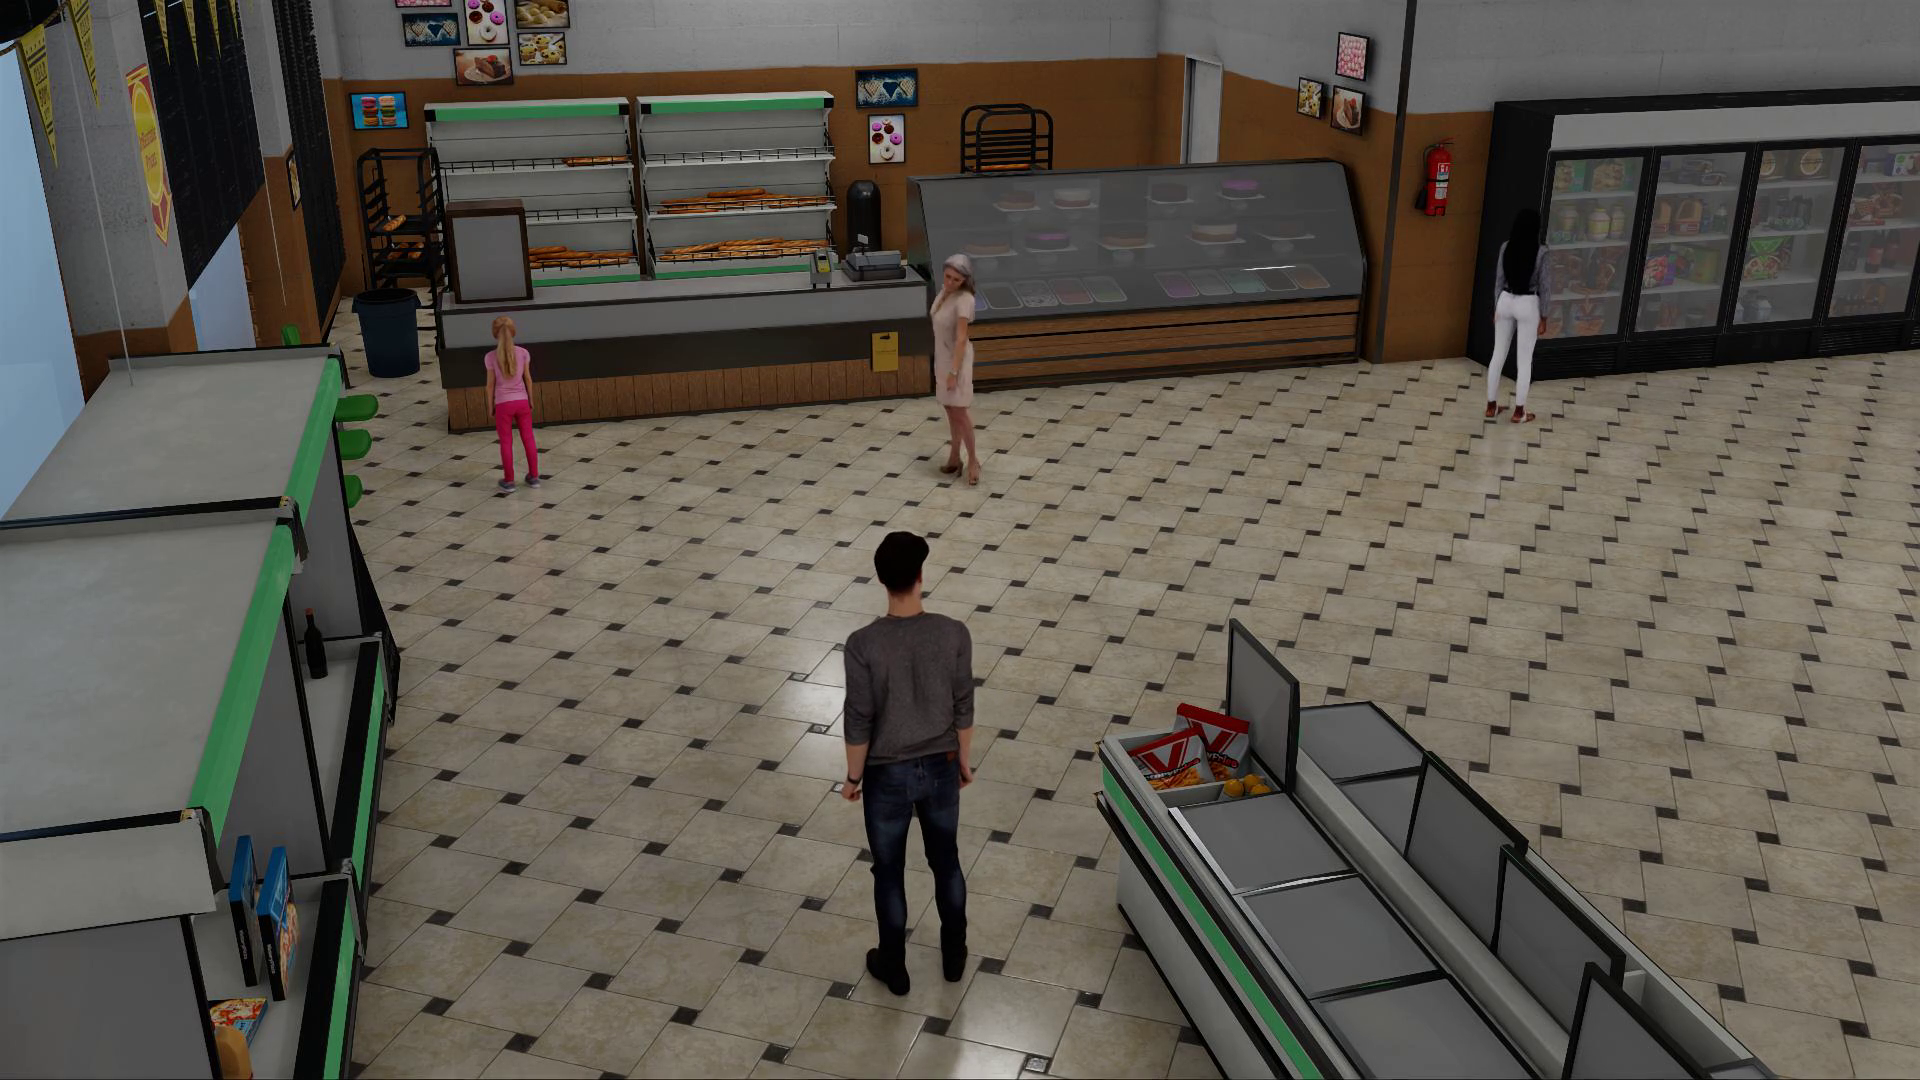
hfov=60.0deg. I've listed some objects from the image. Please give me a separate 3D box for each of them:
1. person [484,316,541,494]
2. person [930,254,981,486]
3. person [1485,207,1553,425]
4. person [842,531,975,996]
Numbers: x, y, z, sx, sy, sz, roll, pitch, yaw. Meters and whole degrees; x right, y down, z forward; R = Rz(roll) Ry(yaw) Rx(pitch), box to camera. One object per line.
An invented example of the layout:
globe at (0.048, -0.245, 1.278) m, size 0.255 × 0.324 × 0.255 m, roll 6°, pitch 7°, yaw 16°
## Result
person at (-3.208, -0.982, 11.908) m, size 0.521 × 1.270 × 0.540 m, roll -12°, pitch 25°, yaw -27°
person at (-0.042, -1.265, 12.026) m, size 0.722 × 1.706 × 0.489 m, roll -1°, pitch 22°, yaw -2°
person at (4.486, -1.814, 13.368) m, size 0.618 × 1.724 × 0.731 m, roll 19°, pitch 29°, yaw 39°
person at (-0.185, 0.885, 6.413) m, size 0.677 × 1.903 × 0.562 m, roll -6°, pitch 23°, yaw -16°
